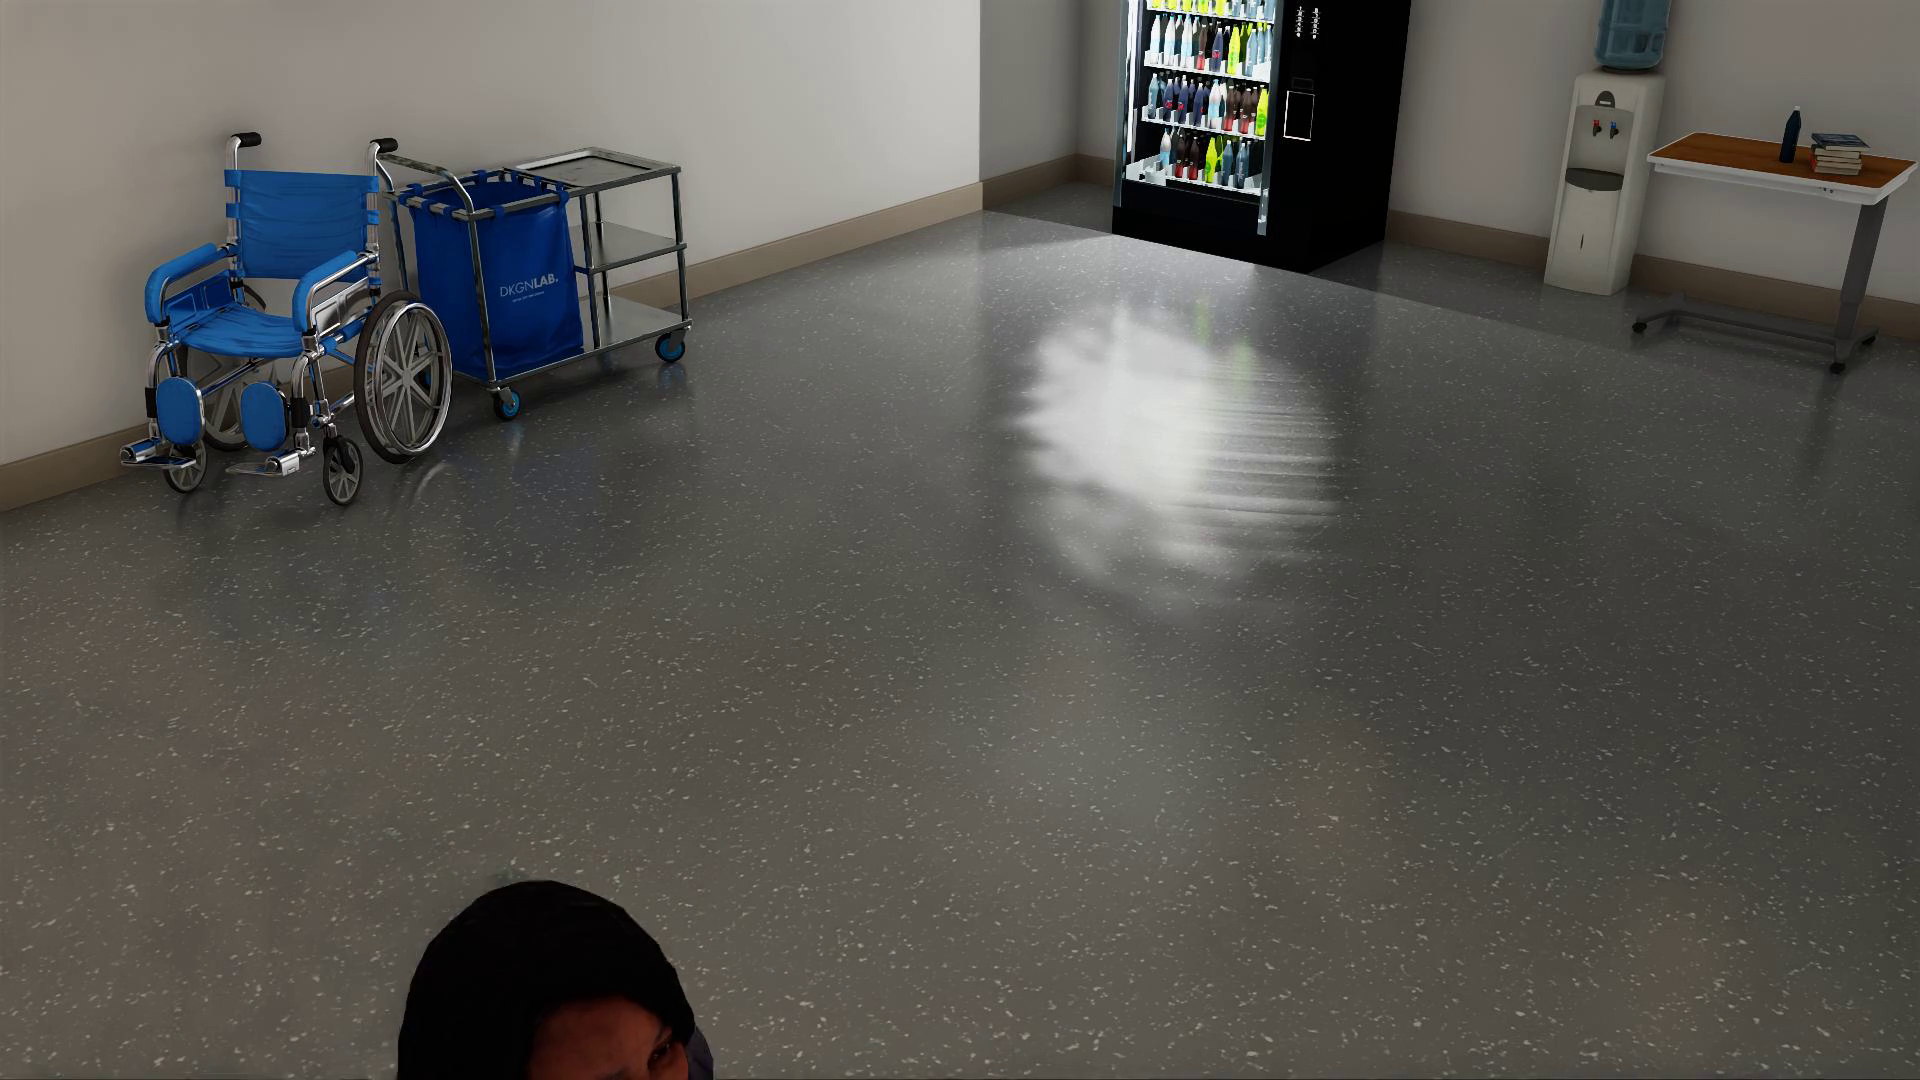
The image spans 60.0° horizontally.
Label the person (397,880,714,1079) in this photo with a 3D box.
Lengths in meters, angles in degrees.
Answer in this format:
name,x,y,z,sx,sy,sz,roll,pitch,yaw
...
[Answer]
name,x,y,z,sx,sy,sz,roll,pitch,yaw
person,-0.408,1.007,1.746,0.761,1.585,0.766,10,27,19
